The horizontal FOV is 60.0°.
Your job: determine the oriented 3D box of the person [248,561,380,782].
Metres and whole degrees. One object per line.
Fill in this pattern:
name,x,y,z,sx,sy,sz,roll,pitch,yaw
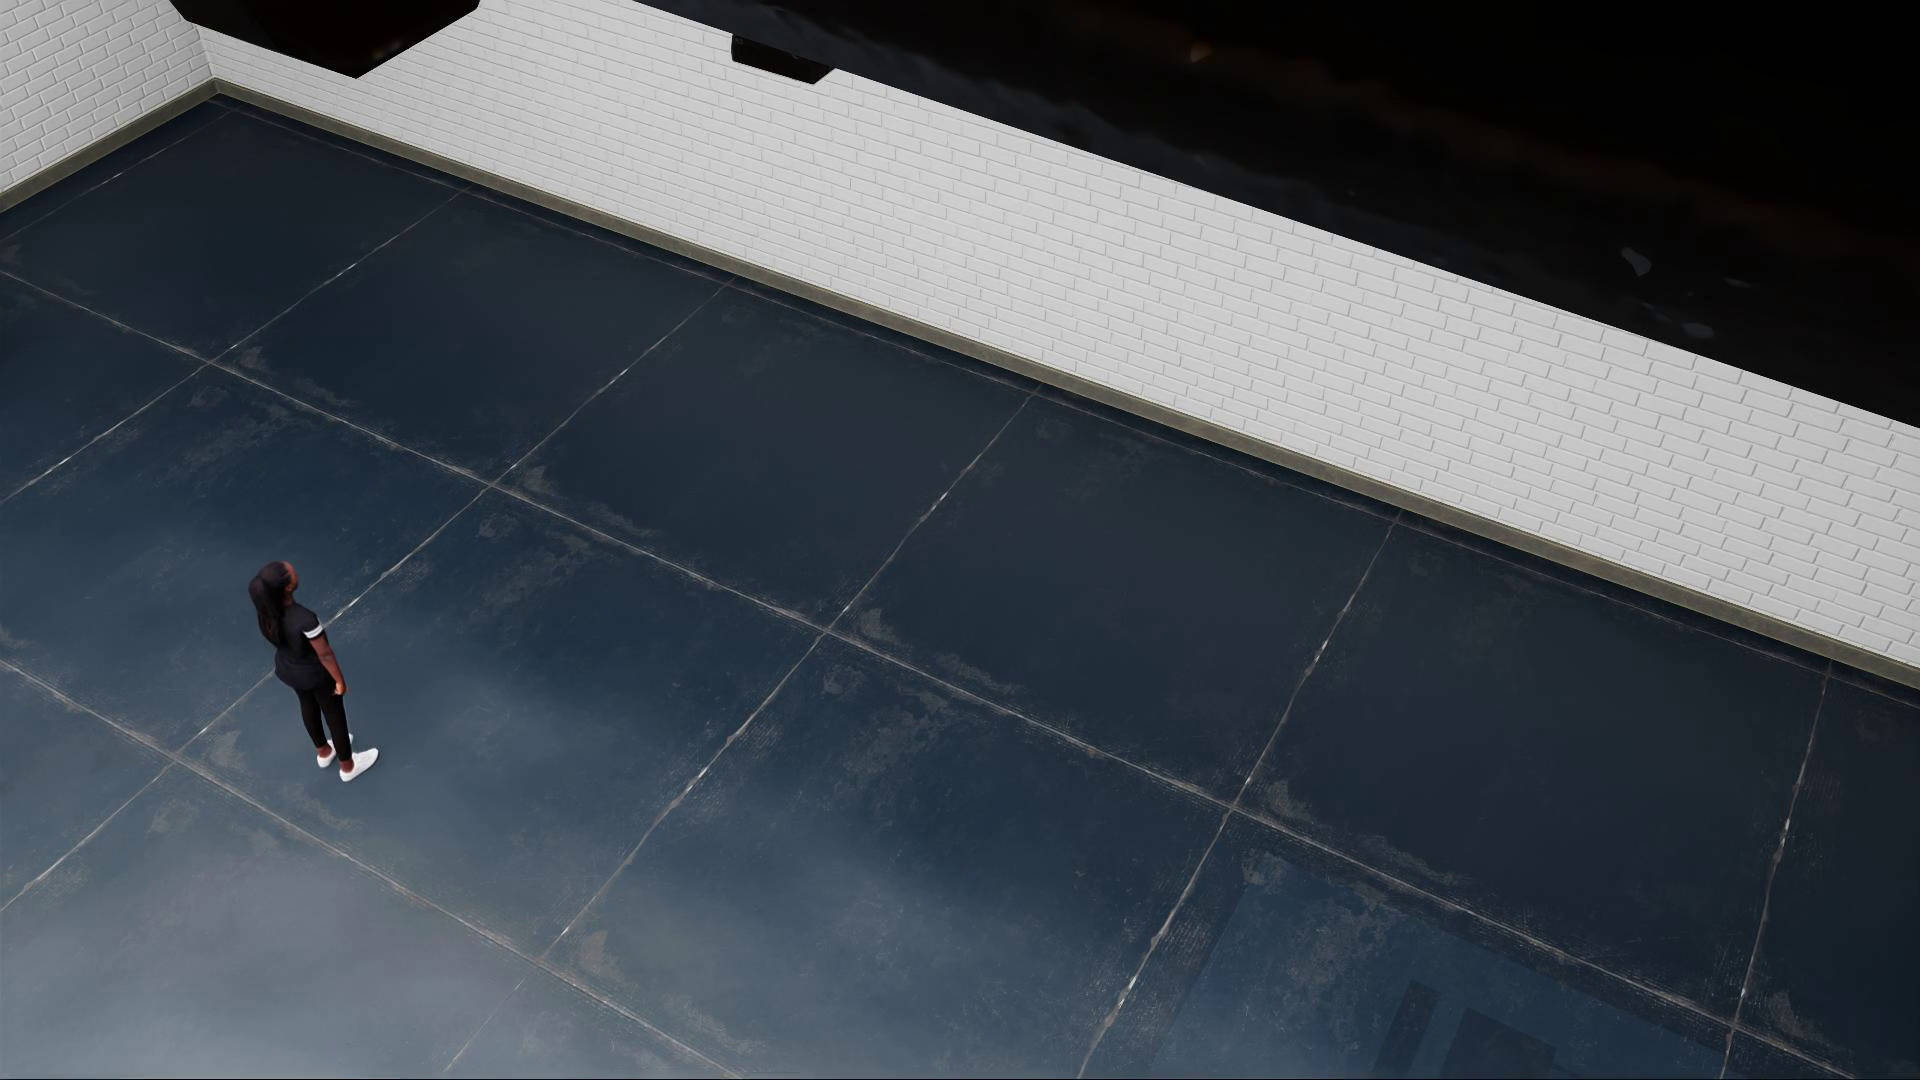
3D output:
person,-3.897,0.777,9.953,0.596,1.729,0.555,19,47,19
